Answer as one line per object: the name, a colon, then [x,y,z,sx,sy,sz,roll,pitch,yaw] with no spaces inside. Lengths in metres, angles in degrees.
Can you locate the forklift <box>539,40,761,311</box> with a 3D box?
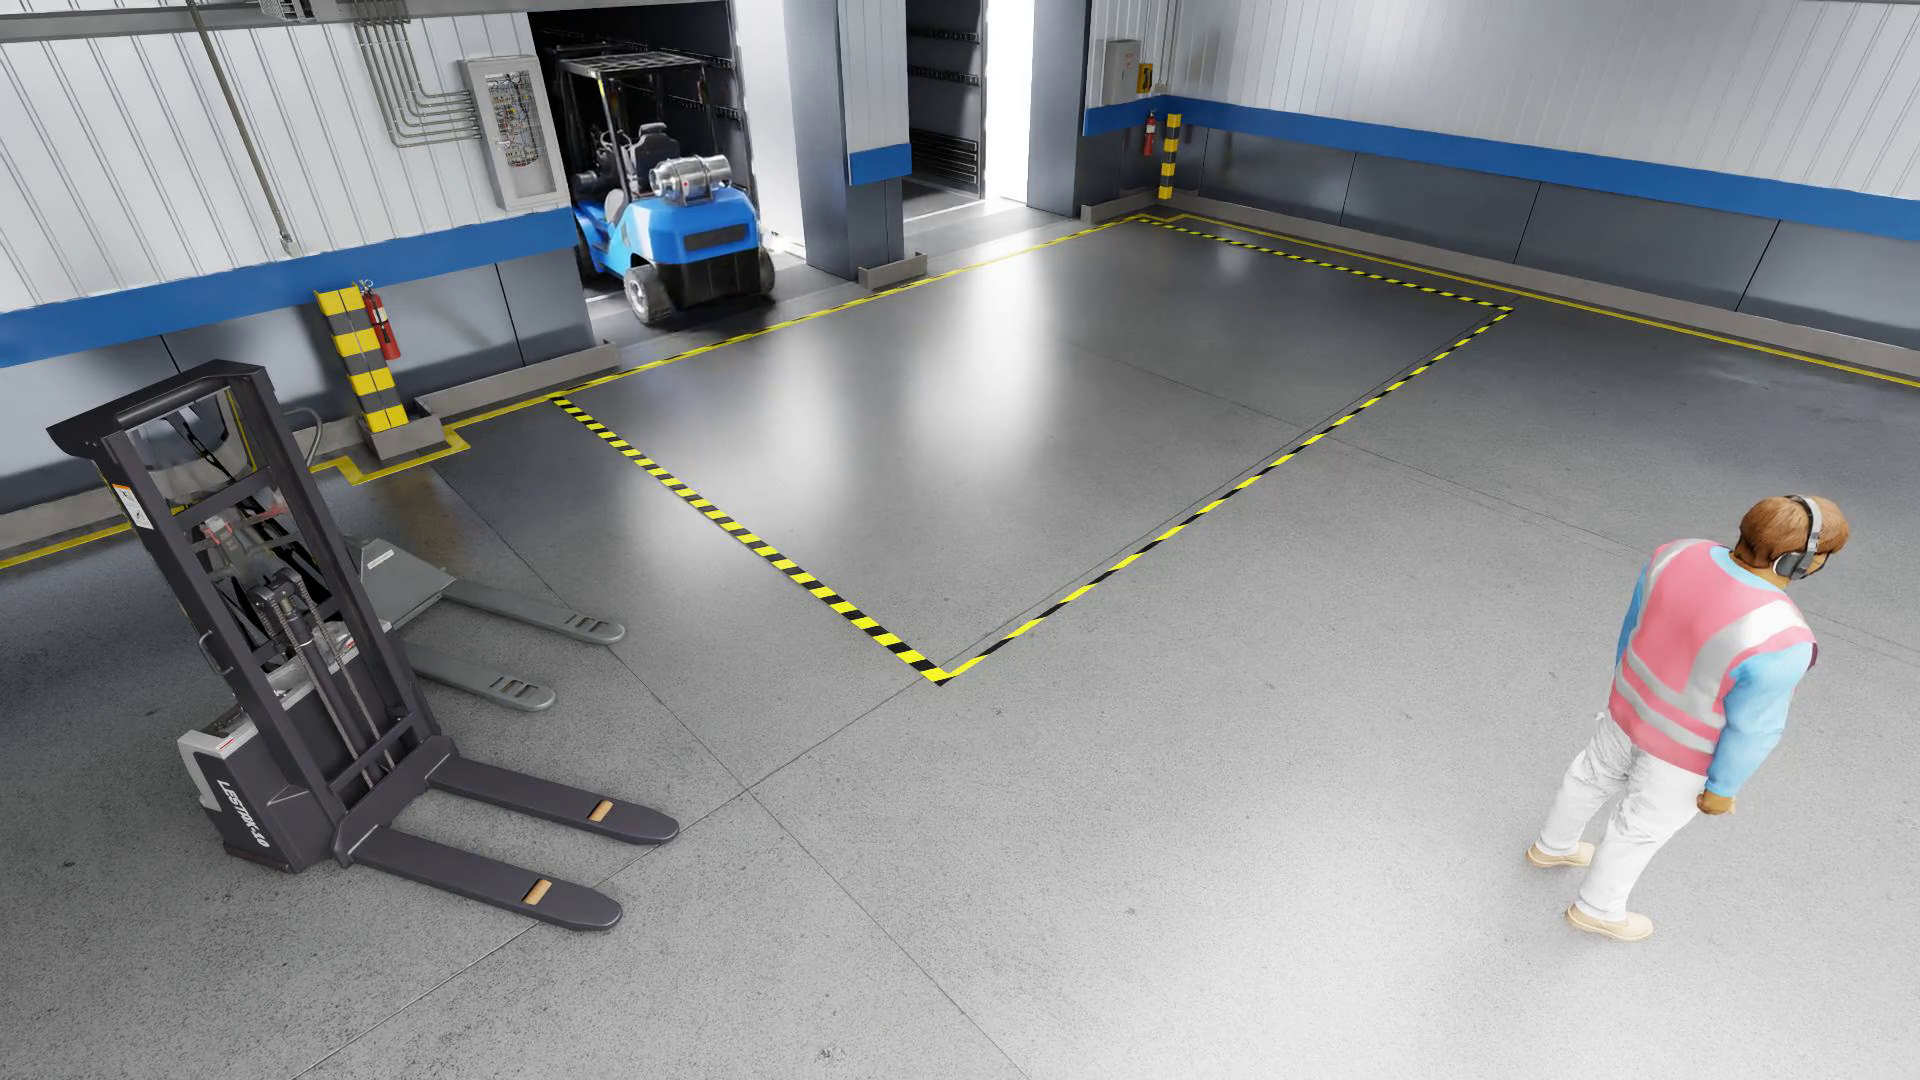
forklift: [-3.088,-3.636,8.985,1.157,2.036,2.680,-26,42,-33]

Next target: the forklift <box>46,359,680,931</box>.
forklift: [-2.135,0.422,3.354,1.885,1.965,0.823,10,35,14]

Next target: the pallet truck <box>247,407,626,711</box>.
pallet truck: [-2.628,0.038,4.590,1.601,1.201,0.680,12,36,18]

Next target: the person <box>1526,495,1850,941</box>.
person: [2.470,0.644,3.164,0.429,1.844,0.626,0,34,0]
